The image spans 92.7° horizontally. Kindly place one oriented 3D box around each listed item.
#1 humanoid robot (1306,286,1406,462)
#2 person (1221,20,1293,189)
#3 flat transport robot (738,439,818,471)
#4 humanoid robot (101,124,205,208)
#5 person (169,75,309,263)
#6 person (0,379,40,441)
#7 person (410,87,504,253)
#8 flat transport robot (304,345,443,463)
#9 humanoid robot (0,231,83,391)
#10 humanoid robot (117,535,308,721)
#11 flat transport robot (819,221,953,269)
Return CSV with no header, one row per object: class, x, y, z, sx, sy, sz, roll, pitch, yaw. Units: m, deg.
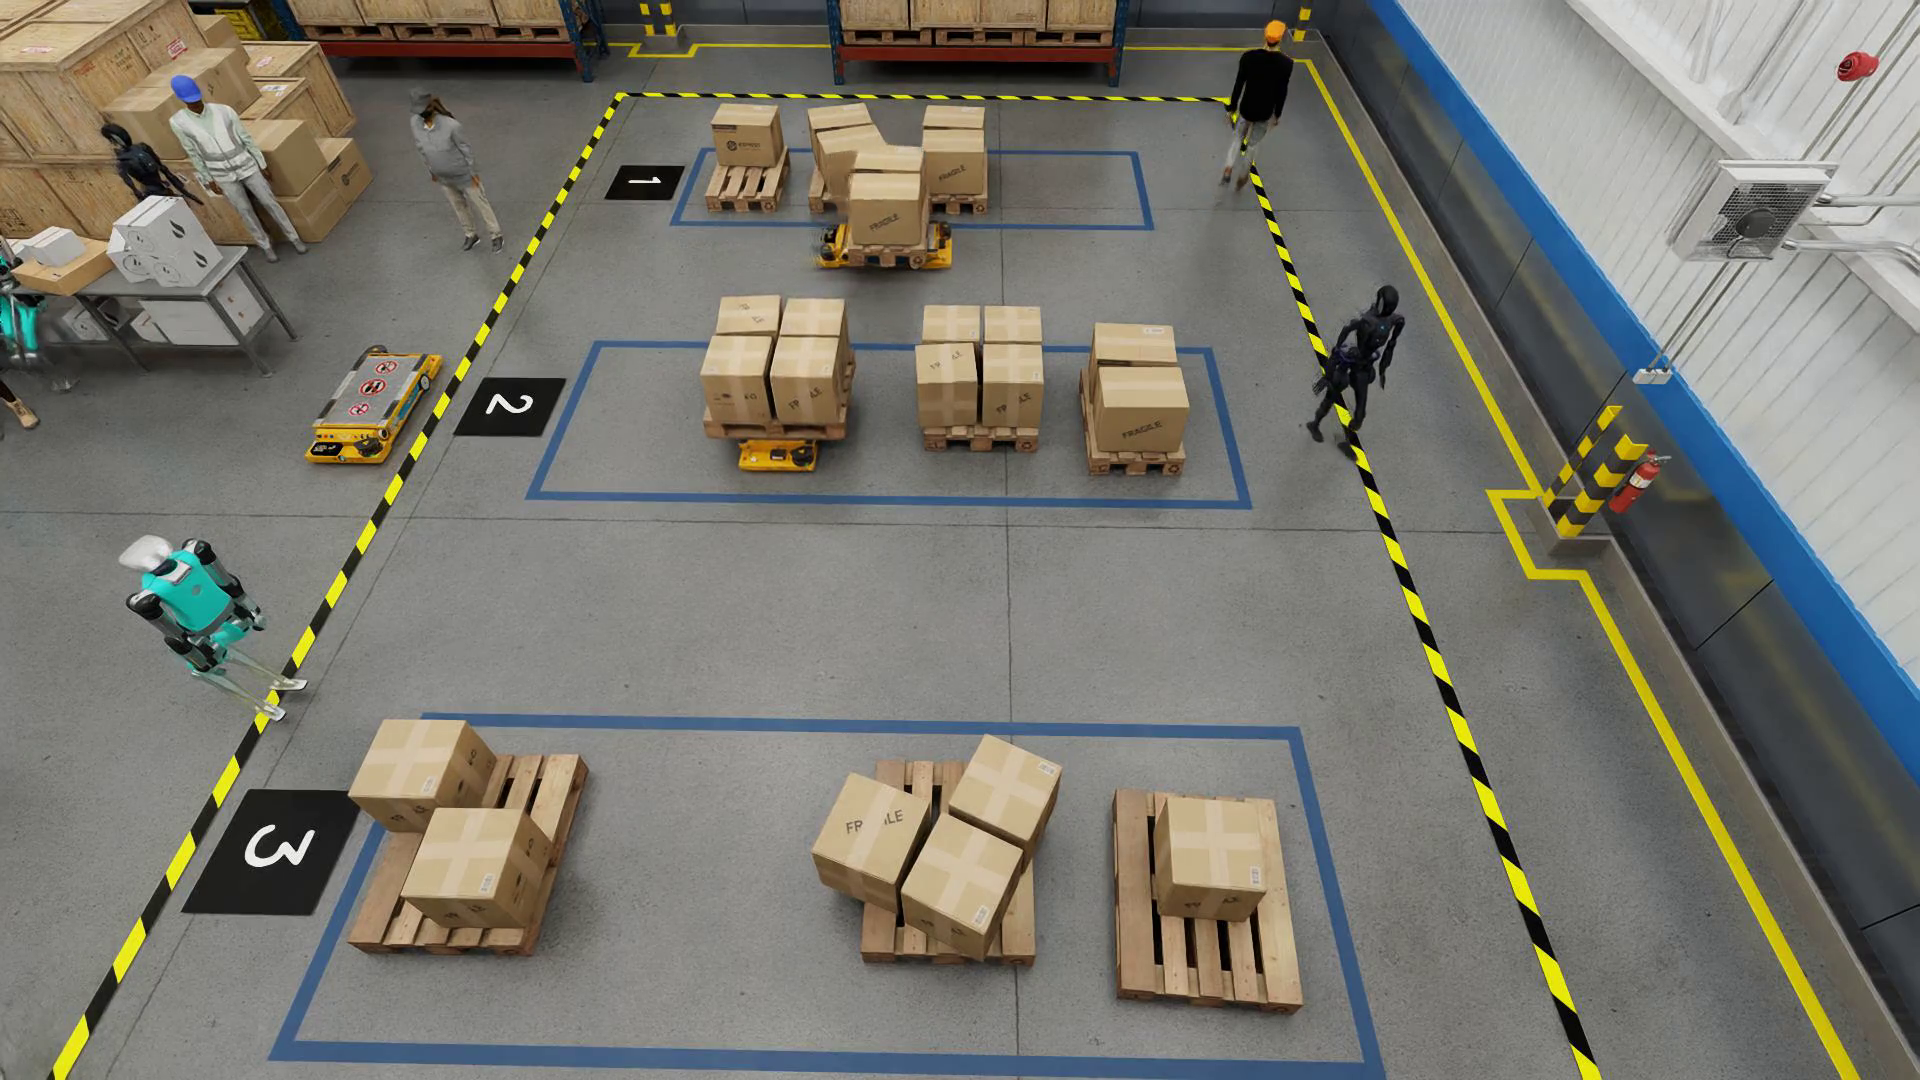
humanoid robot,3.295,-1.386,7.624,0.609,1.636,0.583,-8,50,-6
person,3.385,-4.925,10.485,0.588,1.872,0.453,23,54,19
flat transport robot,-1.583,-1.201,8.365,0.652,0.197,1.431,1,50,1
humanoid robot,-8.011,-3.424,9.342,0.426,1.653,0.585,-2,50,-1
person,-7.519,-3.831,9.517,0.602,1.939,0.412,-31,56,-23
person,-8.661,-1.665,7.626,0.398,2.035,0.598,36,58,26
person,-5.331,-3.890,9.676,0.563,1.766,0.400,5,50,4
flat transport robot,-5.383,-1.269,8.441,0.659,0.231,1.431,1,50,1
humanoid robot,-8.514,-2.046,8.167,0.538,1.817,0.802,-8,50,-7
humanoid robot,-4.864,0.554,5.848,0.735,1.677,0.533,9,50,8
flat transport robot,-0.803,-3.272,10.118,1.431,0.197,0.652,1,50,1
